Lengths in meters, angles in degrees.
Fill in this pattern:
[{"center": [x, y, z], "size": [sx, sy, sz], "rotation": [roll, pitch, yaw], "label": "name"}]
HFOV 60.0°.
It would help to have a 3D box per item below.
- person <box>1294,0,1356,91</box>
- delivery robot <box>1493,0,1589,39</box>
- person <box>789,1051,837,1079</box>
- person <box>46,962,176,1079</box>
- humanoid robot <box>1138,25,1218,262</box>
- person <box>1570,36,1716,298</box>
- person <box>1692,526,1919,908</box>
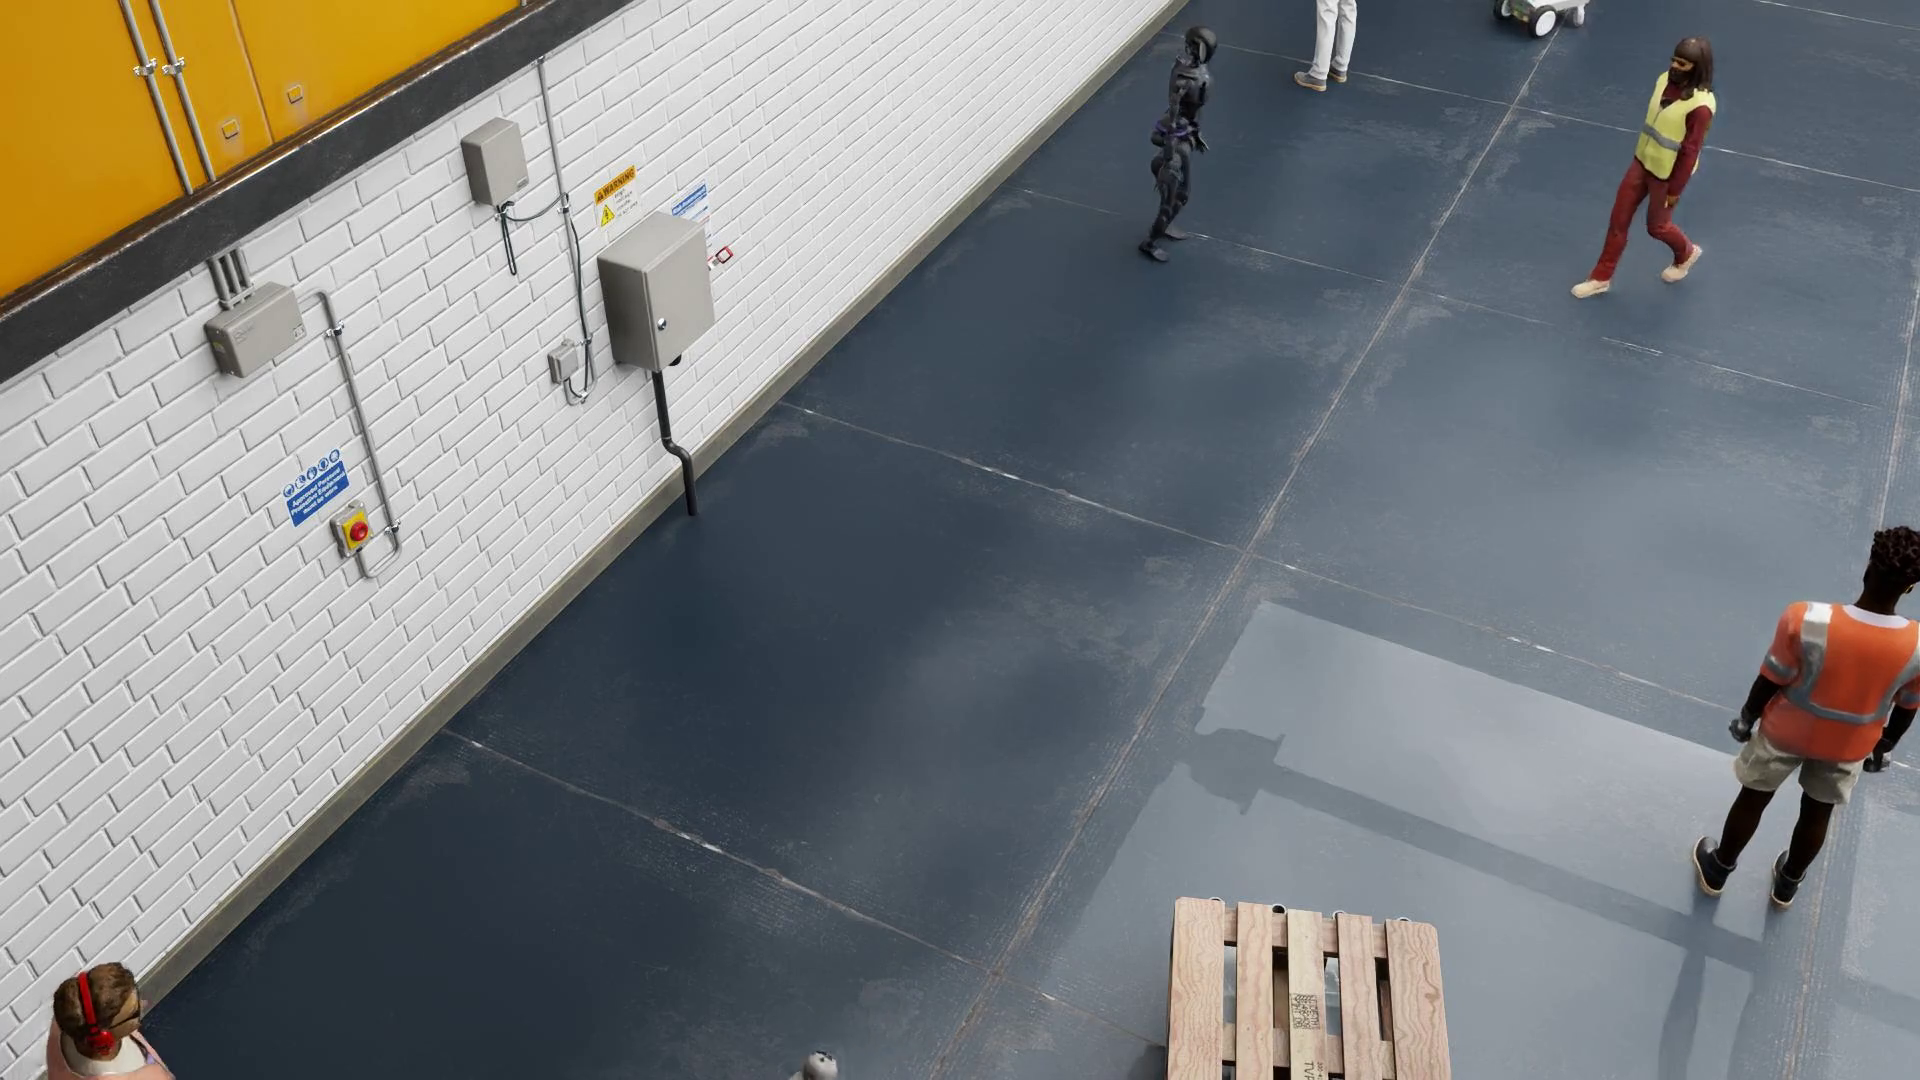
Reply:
[{"center": [2.879, -4.361, 12.658], "size": [0.572, 1.885, 0.358], "rotation": [-24, 46, -26], "label": "person"}, {"center": [4.901, -4.551, 13.909], "size": [0.785, 0.613, 0.507], "rotation": [-19, 44, -21], "label": "delivery robot"}, {"center": [-0.435, 2.168, 5.133], "size": [0.547, 1.823, 0.527], "rotation": [17, 43, 18], "label": "person"}, {"center": [-2.654, 2.013, 5.325], "size": [0.735, 1.813, 0.567], "rotation": [-25, 47, -26], "label": "person"}, {"center": [1.407, -2.557, 10.729], "size": [0.406, 1.630, 0.608], "rotation": [19, 44, 20], "label": "humanoid robot"}, {"center": [4.424, -2.317, 10.398], "size": [0.809, 1.743, 0.478], "rotation": [-13, 42, -15], "label": "person"}, {"center": [3.447, 0.746, 6.680], "size": [0.615, 1.961, 0.363], "rotation": [11, 42, 12], "label": "person"}]
